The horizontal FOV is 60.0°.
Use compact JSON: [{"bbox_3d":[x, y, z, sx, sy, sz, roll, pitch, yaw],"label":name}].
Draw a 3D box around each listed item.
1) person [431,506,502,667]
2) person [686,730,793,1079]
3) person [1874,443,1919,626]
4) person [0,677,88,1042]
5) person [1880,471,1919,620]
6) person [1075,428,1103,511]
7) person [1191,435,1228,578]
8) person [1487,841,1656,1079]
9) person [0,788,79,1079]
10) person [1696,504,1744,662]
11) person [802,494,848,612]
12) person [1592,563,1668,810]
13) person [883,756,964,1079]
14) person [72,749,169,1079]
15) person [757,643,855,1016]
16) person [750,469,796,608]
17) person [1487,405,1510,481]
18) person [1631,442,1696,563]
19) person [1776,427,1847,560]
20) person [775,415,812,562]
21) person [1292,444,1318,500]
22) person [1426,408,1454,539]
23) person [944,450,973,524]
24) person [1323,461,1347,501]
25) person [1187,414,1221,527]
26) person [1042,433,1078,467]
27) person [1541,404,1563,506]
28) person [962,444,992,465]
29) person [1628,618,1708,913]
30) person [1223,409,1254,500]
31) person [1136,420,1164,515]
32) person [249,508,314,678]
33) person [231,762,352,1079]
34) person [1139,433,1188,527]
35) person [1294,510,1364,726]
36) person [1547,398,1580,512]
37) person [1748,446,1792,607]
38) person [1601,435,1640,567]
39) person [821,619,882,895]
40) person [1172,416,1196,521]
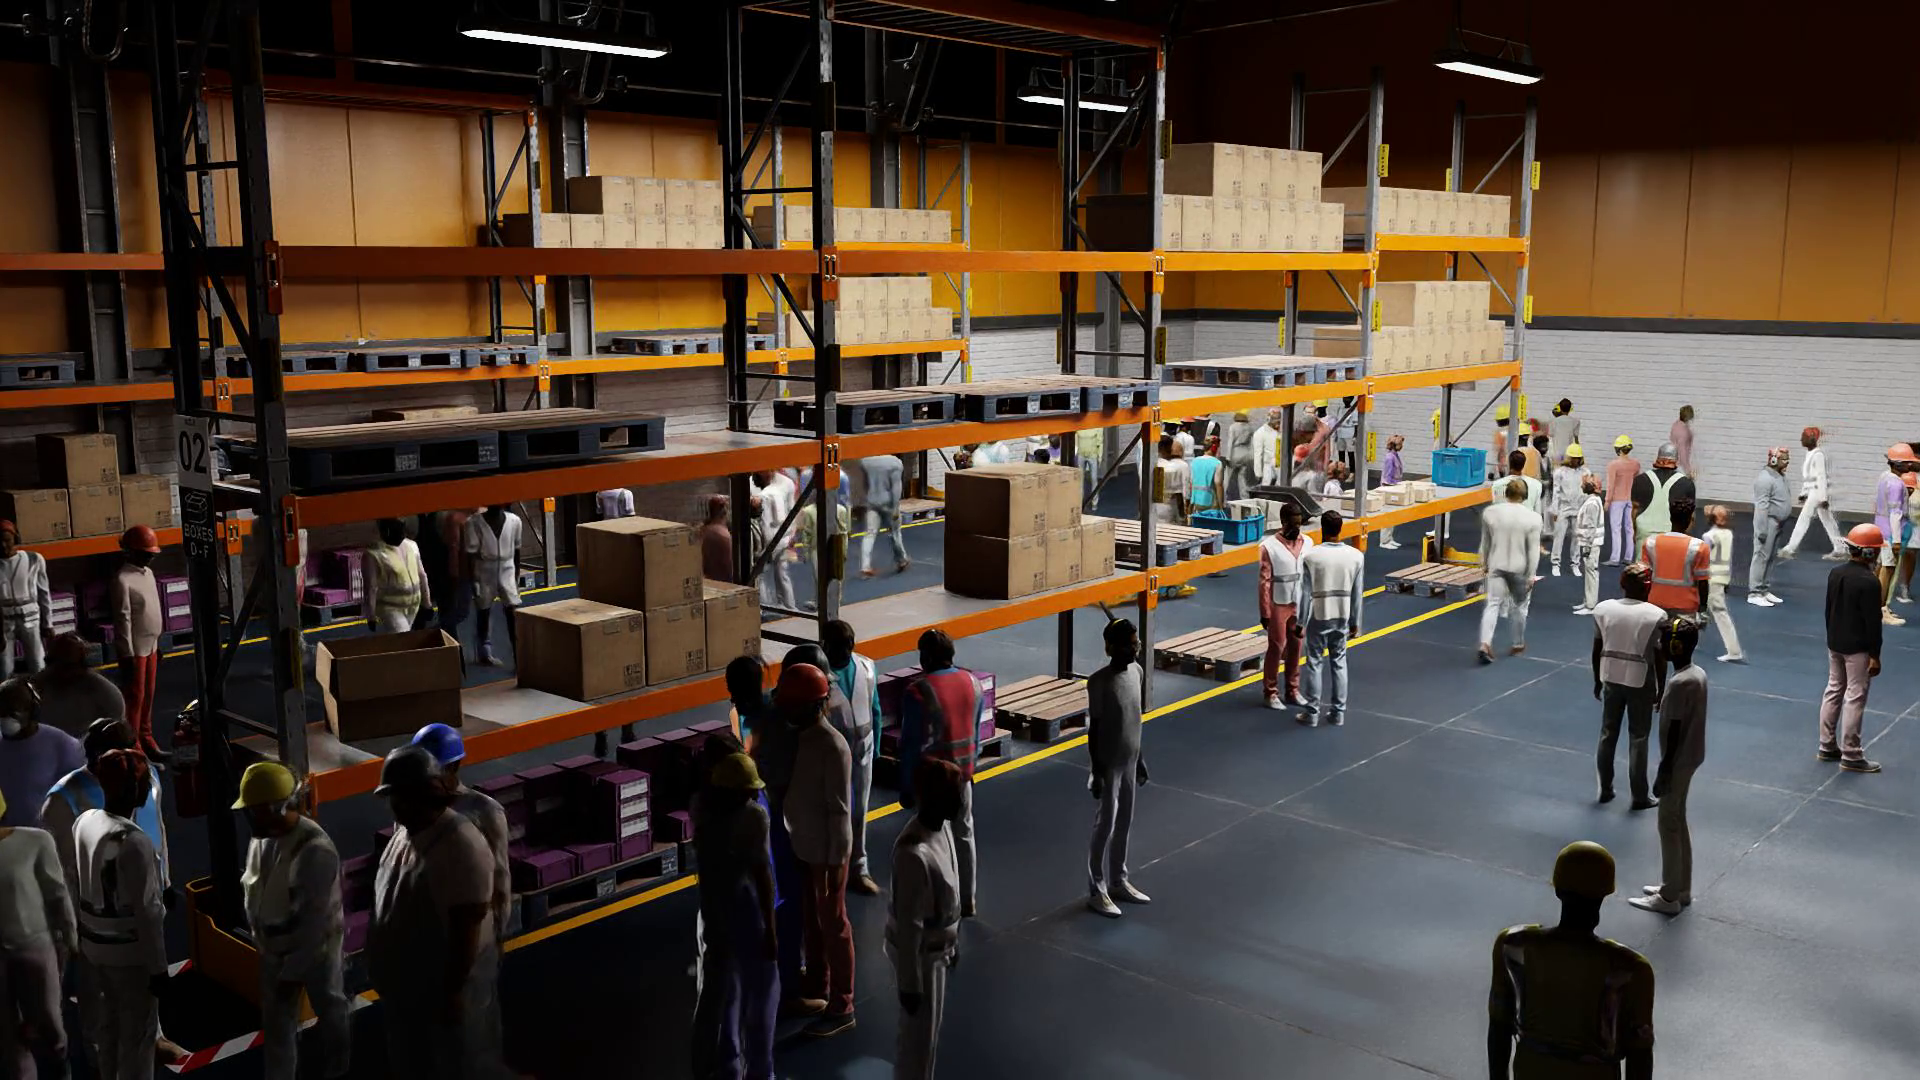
[{"bbox_3d":[-4.997,0.291,16.784,0.764,1.966,0.639,5,11,29],"label":"person"},{"bbox_3d":[-1.094,1.827,8.071,0.568,1.808,0.387,7,12,34],"label":"person"},{"bbox_3d":[10.473,-0.066,18.672,0.377,2.045,0.605,3,10,17],"label":"person"},{"bbox_3d":[-4.902,1.647,8.786,0.646,1.929,0.539,0,10,-3],"label":"person"},{"bbox_3d":[10.543,0.079,18.716,0.350,1.739,0.575,5,11,27],"label":"person"},{"bbox_3d":[2.077,-1.347,27.162,0.525,1.762,0.339,3,10,18],"label":"person"},{"bbox_3d":[3.192,-0.433,21.463,0.386,1.840,0.564,-7,12,-34],"label":"person"},{"bbox_3d":[2.294,2.067,6.280,0.594,1.926,0.367,6,11,31],"label":"person"},{"bbox_3d":[-4.437,1.912,7.759,0.563,1.729,0.487,-4,10,-25],"label":"person"},{"bbox_3d":[7.700,0.431,17.038,0.524,1.593,0.858,-8,13,-41],"label":"person"},{"bbox_3d":[-1.516,0.142,18.685,0.511,1.623,0.343,-1,10,-4],"label":"person"},{"bbox_3d":[4.972,1.084,12.388,0.388,1.847,0.563,-9,13,-43],"label":"person"},{"bbox_3d":[-0.157,1.888,7.525,0.363,1.877,0.574,2,10,11],"label":"person"},{"bbox_3d":[-3.799,1.871,7.616,0.581,1.879,0.372,8,12,38],"label":"person"},{"bbox_3d":[-0.842,1.543,9.071,0.536,2.000,0.686,-1,10,-6],"label":"person"},{"bbox_3d":[-2.196,-0.070,19.133,0.644,1.900,0.399,-3,10,-15],"label":"person"},{"bbox_3d":[8.355,-1.116,25.407,0.633,1.890,0.469,-7,12,-35],"label":"person"},{"bbox_3d":[8.027,-0.122,19.015,0.685,2.000,0.538,5,11,29],"label":"person"},{"bbox_3d":[11.682,-0.623,22.686,0.969,1.827,0.583,4,10,22],"label":"person"},{"bbox_3d":[-2.283,-0.718,22.573,0.610,2.000,0.751,-8,13,-41],"label":"person"},{"bbox_3d":[4.407,-0.404,21.622,0.603,1.726,0.580,-8,12,-39],"label":"person"},{"bbox_3d":[7.064,-0.972,24.422,0.384,1.928,0.588,2,10,14],"label":"person"},{"bbox_3d":[-0.006,-0.159,19.858,0.350,1.837,0.502,-3,10,-17],"label":"person"},{"bbox_3d":[4.576,-0.154,20.402,0.311,1.638,0.523,1,10,4],"label":"person"},{"bbox_3d":[3.702,-1.196,25.466,0.614,2.031,0.402,5,11,29],"label":"person"},{"bbox_3d":[1.402,-0.711,23.327,0.584,1.794,0.865,4,10,24],"label":"person"},{"bbox_3d":[9.826,-1.386,27.425,0.532,1.754,0.340,7,12,37],"label":"person"},{"bbox_3d":[0.135,-0.545,22.029,0.694,1.877,0.670,-3,10,-19],"label":"person"},{"bbox_3d":[4.478,1.408,10.446,0.348,1.856,0.523,7,12,35],"label":"person"},{"bbox_3d":[4.509,-1.343,27.337,0.617,1.696,0.401,-5,11,-29],"label":"person"},{"bbox_3d":[2.809,-0.926,24.177,0.383,1.918,0.597,-7,12,-37],"label":"person"},{"bbox_3d":[-6.709,0.395,16.247,0.634,1.929,0.474,7,12,36],"label":"person"},{"bbox_3d":[-3.109,1.898,7.746,0.577,1.774,0.851,4,10,21],"label":"person"},{"bbox_3d":[2.519,-0.347,20.640,0.417,1.950,0.655,-8,12,-38],"label":"person"},{"bbox_3d":[3.236,0.691,14.577,0.598,1.907,0.408,-2,10,-14],"label":"person"},{"bbox_3d":[9.796,-1.375,27.054,0.507,1.861,0.329,2,10,14],"label":"person"},{"bbox_3d":[9.610,-0.163,19.691,0.402,1.902,0.640,8,13,41],"label":"person"},{"bbox_3d":[8.811,-0.516,22.184,0.523,1.769,0.324,-4,10,-20],"label":"person"},{"bbox_3d":[-0.772,1.394,10.595,0.635,1.836,0.430,-6,11,-33],"label":"person"},{"bbox_3d":[3.250,-0.932,24.196,0.383,1.930,0.544,-5,11,-28],"label":"person"}]
